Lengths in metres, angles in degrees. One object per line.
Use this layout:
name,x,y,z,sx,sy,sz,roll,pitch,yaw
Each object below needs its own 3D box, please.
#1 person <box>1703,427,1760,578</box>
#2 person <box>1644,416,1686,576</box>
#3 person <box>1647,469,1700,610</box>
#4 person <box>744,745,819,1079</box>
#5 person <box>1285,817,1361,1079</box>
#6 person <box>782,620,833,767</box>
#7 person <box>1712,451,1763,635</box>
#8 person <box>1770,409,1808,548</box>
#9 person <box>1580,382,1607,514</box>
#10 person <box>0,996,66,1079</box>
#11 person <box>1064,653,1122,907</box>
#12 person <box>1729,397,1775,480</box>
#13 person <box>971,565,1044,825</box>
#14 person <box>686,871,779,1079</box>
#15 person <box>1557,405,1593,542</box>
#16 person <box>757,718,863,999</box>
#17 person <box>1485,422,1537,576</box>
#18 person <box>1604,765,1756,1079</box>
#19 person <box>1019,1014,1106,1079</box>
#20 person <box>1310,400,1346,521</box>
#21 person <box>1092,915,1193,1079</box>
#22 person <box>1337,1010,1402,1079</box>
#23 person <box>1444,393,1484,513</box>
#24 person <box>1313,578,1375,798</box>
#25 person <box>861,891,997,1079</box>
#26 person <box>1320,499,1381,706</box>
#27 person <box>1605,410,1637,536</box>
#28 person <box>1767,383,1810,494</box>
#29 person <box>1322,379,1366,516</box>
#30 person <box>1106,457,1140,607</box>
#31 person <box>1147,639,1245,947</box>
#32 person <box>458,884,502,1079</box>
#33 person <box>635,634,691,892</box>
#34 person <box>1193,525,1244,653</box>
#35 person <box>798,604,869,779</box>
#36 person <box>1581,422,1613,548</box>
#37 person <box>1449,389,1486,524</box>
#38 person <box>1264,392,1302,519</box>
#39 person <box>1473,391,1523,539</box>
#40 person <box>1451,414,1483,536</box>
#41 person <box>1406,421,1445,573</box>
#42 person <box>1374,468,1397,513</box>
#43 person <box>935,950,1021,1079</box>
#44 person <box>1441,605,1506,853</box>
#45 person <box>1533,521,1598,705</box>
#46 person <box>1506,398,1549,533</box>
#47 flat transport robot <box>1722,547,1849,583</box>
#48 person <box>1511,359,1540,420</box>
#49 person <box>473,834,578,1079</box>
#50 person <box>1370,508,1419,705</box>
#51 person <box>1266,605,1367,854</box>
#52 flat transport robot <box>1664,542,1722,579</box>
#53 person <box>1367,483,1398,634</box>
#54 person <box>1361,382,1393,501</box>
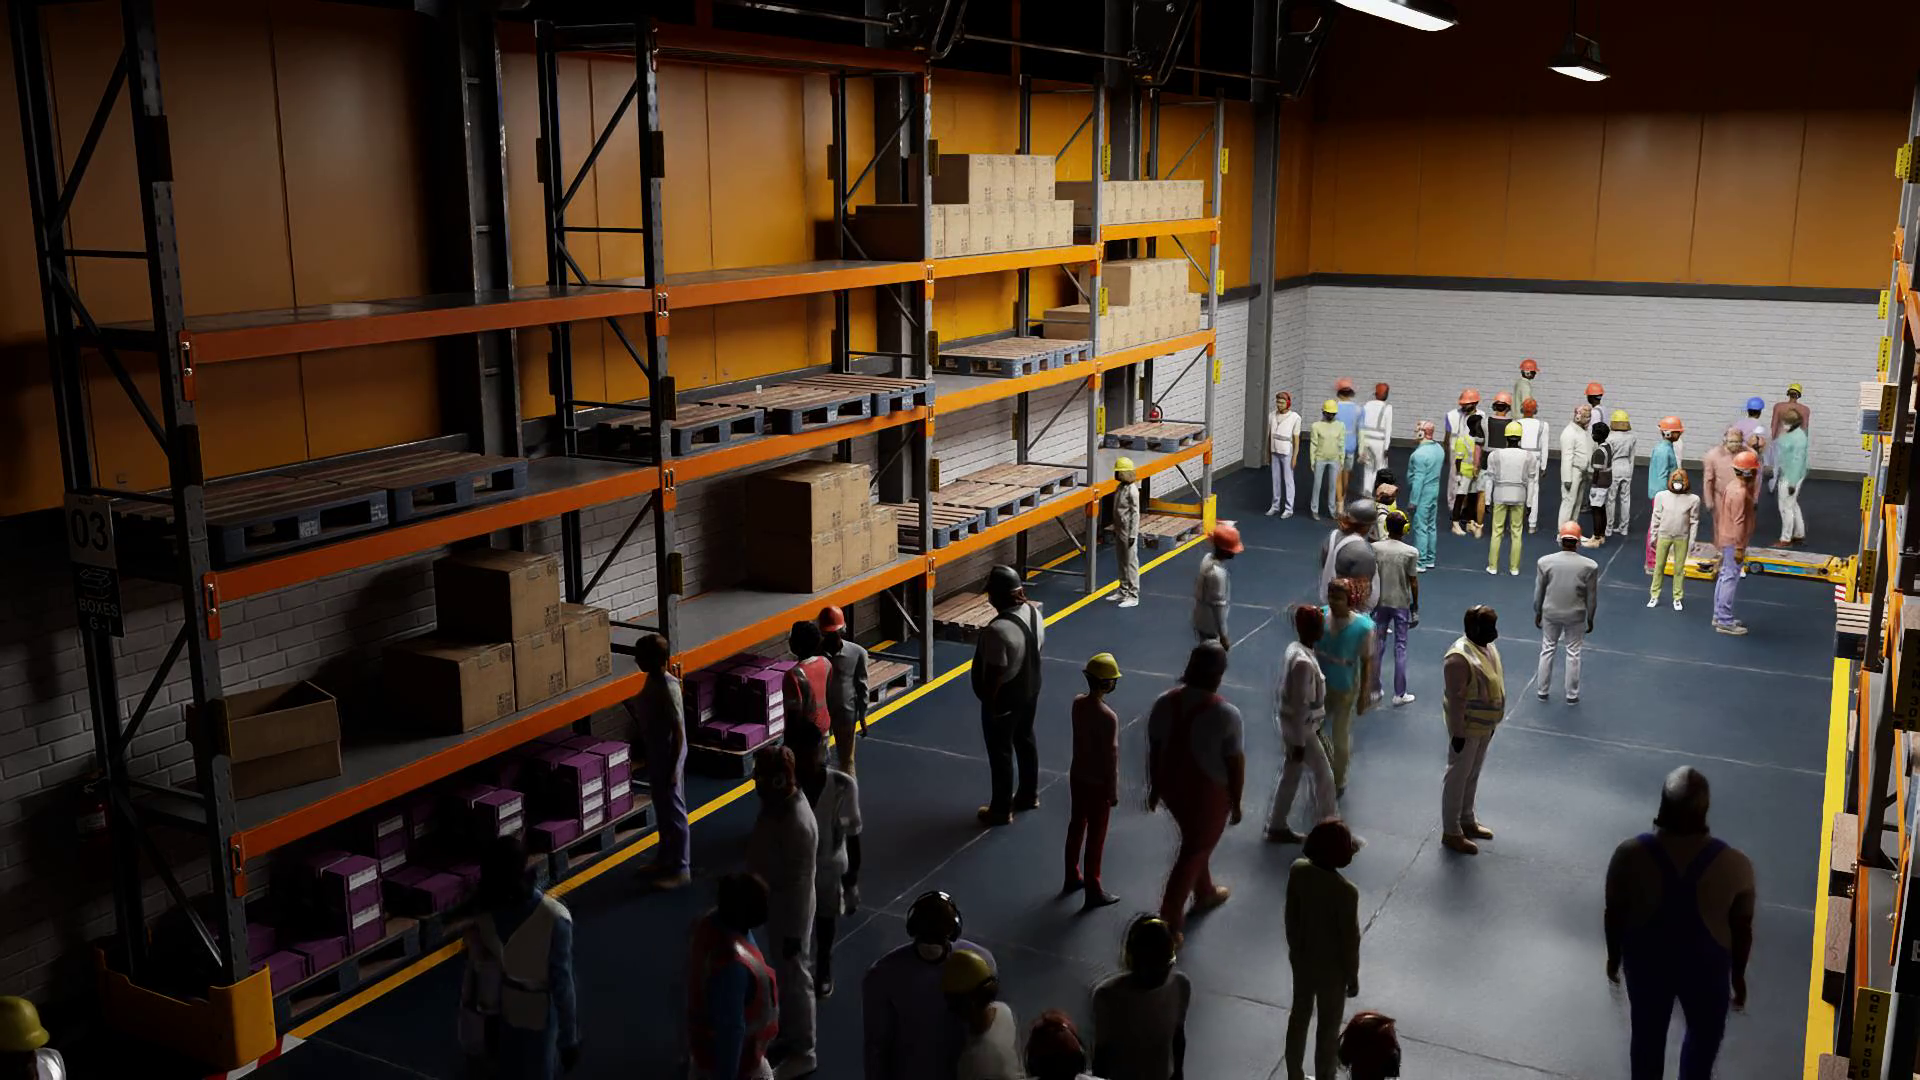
person,9.551,-0.472,20.615,0.659,1.870,0.746,5,13,20
person,8.760,-0.559,20.713,0.375,1.995,0.611,5,13,21
person,8.178,-0.009,19.069,0.497,1.633,0.284,6,14,25
person,-0.995,2.048,9.243,0.402,1.906,0.651,-3,13,-15
person,1.940,2.261,8.902,0.286,1.634,0.500,-8,15,-31
person,-1.154,1.427,12.491,0.318,1.700,0.535,6,14,27
person,8.458,0.038,18.115,0.383,1.962,0.622,4,13,17
person,11.111,-0.815,22.104,0.616,1.897,0.701,2,13,10
person,9.245,-1.343,24.357,0.373,1.934,0.551,7,15,30
person,-3.748,2.669,6.652,0.403,1.824,0.593,4,13,18
person,0.941,1.631,11.453,0.350,1.759,0.523,-6,14,-26
person,10.938,-1.020,22.937,0.856,1.913,0.621,-8,15,-32
person,0.342,1.166,12.887,0.536,2.000,0.684,9,15,34
person,-1.051,2.409,7.918,0.978,1.789,0.610,-5,13,-21
person,8.300,-0.882,22.398,0.400,1.896,0.653,11,16,40
person,-0.879,1.930,9.781,0.605,1.915,1.011,-2,13,-7
person,6.819,-0.506,20.655,0.586,1.920,0.397,3,13,14
person,3.692,2.125,8.594,0.714,2.000,0.537,6,14,26
person,0.361,2.665,6.616,0.591,1.858,0.789,-2,13,-9
person,5.273,-1.145,23.874,0.525,1.760,0.341,-1,13,-5
person,0.781,2.477,7.541,0.496,1.821,0.953,-3,13,-15
person,1.562,2.689,6.456,0.605,1.865,0.493,6,14,25
person,7.368,-1.279,24.363,0.588,1.818,0.445,0,13,-1
person,2.995,1.181,13.293,0.602,1.830,0.448,11,17,42
person,-0.124,2.448,7.388,0.629,1.937,0.378,-5,14,-22
person,3.599,0.568,15.567,0.671,2.000,0.708,-4,13,-16
person,9.054,-0.924,22.936,0.485,1.737,0.321,-4,13,-16
person,12.828,-1.562,25.759,0.530,1.752,0.341,7,14,29
person,5.590,-1.365,24.350,0.627,1.994,1.045,1,13,4
person,1.896,-0.096,19.210,0.319,1.743,0.488,-4,13,-18
person,1.534,1.608,10.909,1.013,2.000,0.684,-11,17,-41
person,-2.383,2.417,8.132,0.725,1.661,0.563,-3,13,-15
person,-2.086,1.543,11.652,0.345,1.842,0.505,-6,14,-27
person,2.314,0.750,15.098,0.450,1.887,0.651,0,13,-1
person,-0.978,1.342,12.745,0.560,1.753,0.328,-1,13,-2
person,8.523,-0.734,22.190,0.320,1.694,0.533,8,15,32
person,7.240,-1.193,23.700,0.387,1.930,0.544,-5,13,-21
person,4.691,-1.231,24.090,0.388,1.836,0.561,-10,16,-37
person,7.315,-1.010,22.669,0.611,2.030,0.409,4,13,19
person,7.031,-0.905,22.954,0.533,1.694,0.320,-6,14,-27
person,5.783,-0.543,20.846,0.399,1.907,0.644,11,17,40
person,4.764,0.028,18.759,0.321,1.697,0.529,1,13,2
person,0.161,2.599,7.196,0.577,1.710,0.545,4,13,17
person,3.824,1.379,12.383,0.429,1.845,0.621,10,16,38
person,5.714,0.684,15.718,0.568,1.744,0.349,7,14,29
person,7.846,-1.029,23.071,0.573,1.883,0.354,3,13,14
flat transport robot,10.364,0.290,20.806,1.431,0.197,0.652,8,15,33
person,9.084,-1.922,26.819,0.397,1.992,0.621,1,13,4
person,-2.095,2.335,7.997,0.631,1.882,0.545,7,14,28
person,4.091,0.625,15.685,0.510,1.877,0.328,9,15,34
person,2.679,1.396,12.298,0.769,1.846,0.603,1,13,4
flat transport robot,9.314,0.228,21.083,0.652,0.197,1.431,8,15,33
person,4.593,0.190,18.168,0.311,1.639,0.512,1,13,6
person,6.207,-1.439,24.937,0.471,1.866,0.597,-10,16,-38
